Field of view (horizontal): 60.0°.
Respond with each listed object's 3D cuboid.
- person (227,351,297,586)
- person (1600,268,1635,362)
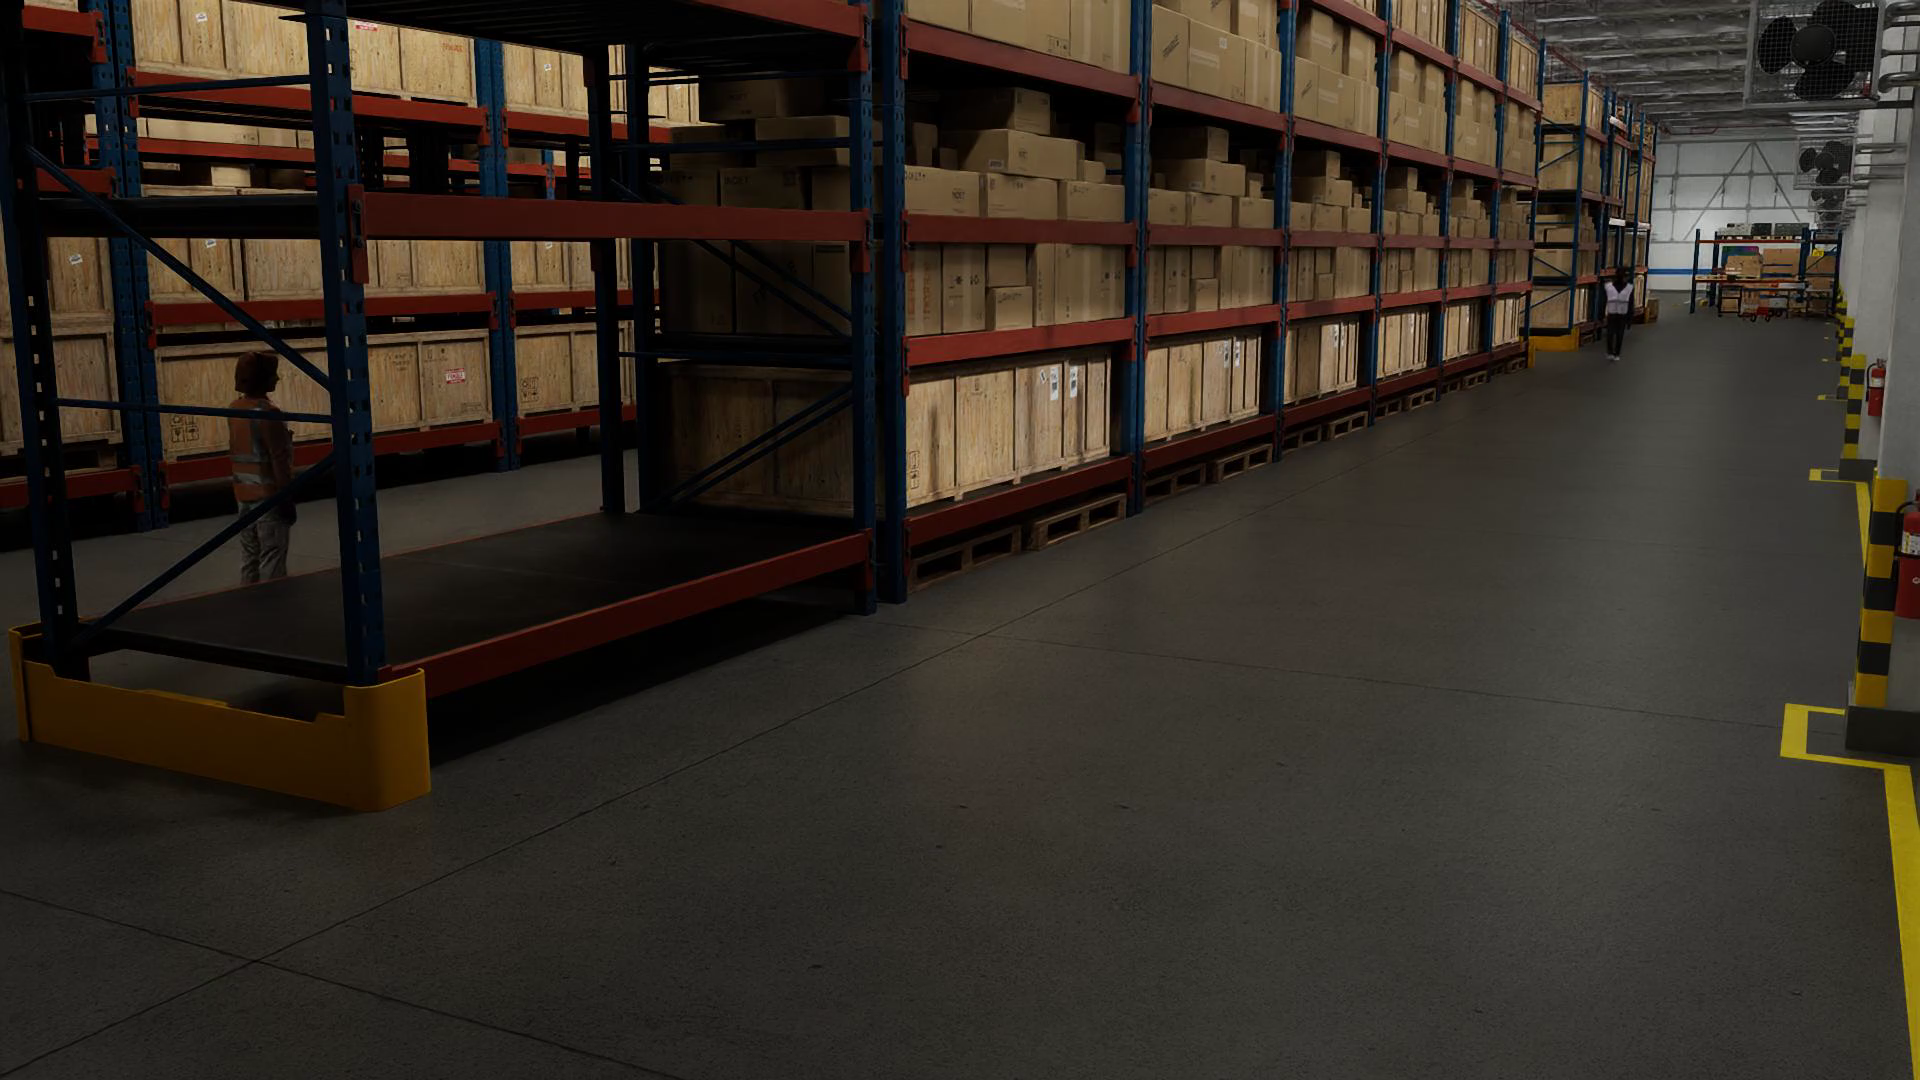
[{"bbox_3d":[-3.866,-0.223,9.244,0.528,1.637,0.311,8,12,38],"label":"person"},{"bbox_3d":[13.223,-4.517,33.440,0.631,1.870,1.009,3,10,17],"label":"person"}]
